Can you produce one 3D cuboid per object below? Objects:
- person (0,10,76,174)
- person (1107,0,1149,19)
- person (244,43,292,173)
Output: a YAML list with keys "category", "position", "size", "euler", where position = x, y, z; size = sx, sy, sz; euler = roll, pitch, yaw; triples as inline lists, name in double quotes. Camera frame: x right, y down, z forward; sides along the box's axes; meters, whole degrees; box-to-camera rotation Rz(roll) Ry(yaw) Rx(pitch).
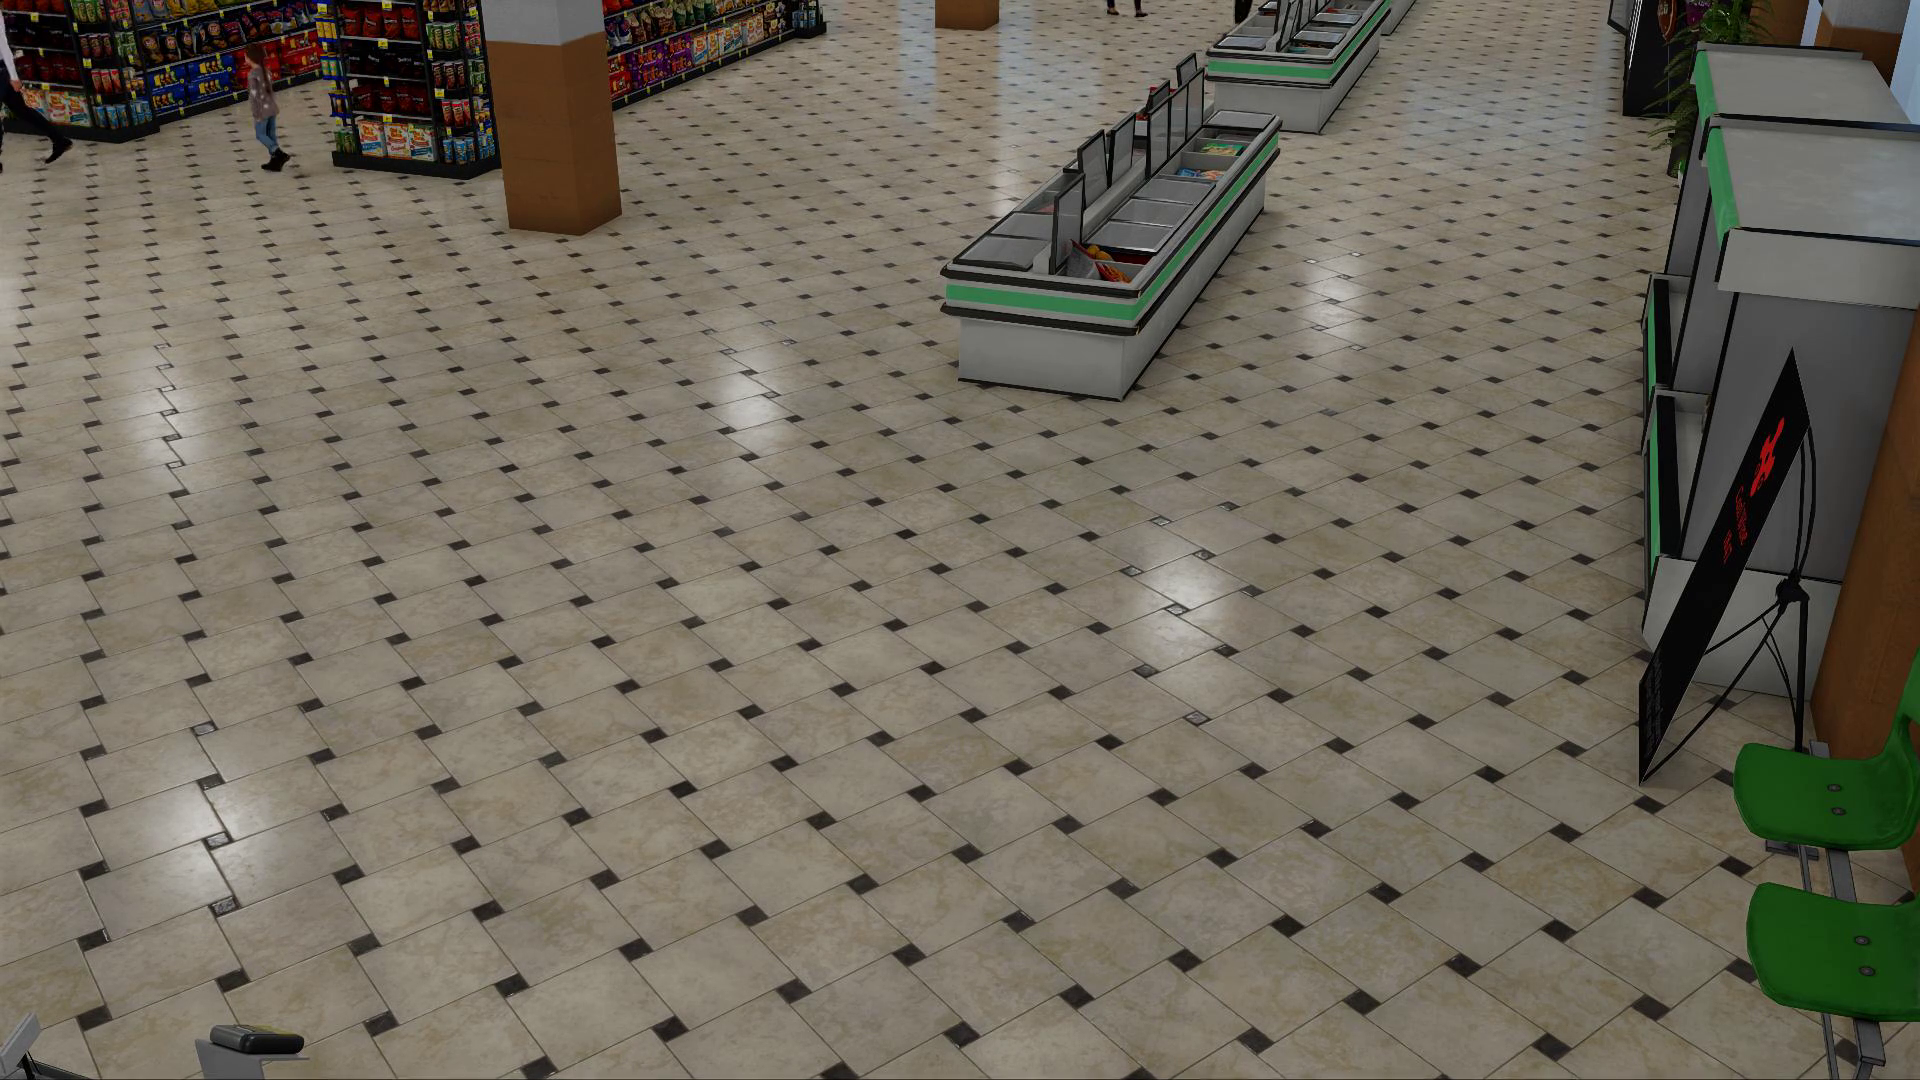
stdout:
- category: "person"
  position: [-8.830, -4.360, 15.474]
  size: [1.316, 1.835, 1.009]
  euler: [-24, 35, -38]
- category: "person"
  position: [2.222, -8.104, 23.024]
  size: [0.995, 1.685, 1.030]
  euler: [-14, 30, -26]
- category: "person"
  position: [-6.458, -4.020, 15.520]
  size: [0.534, 1.187, 0.535]
  euler: [9, 28, 17]
